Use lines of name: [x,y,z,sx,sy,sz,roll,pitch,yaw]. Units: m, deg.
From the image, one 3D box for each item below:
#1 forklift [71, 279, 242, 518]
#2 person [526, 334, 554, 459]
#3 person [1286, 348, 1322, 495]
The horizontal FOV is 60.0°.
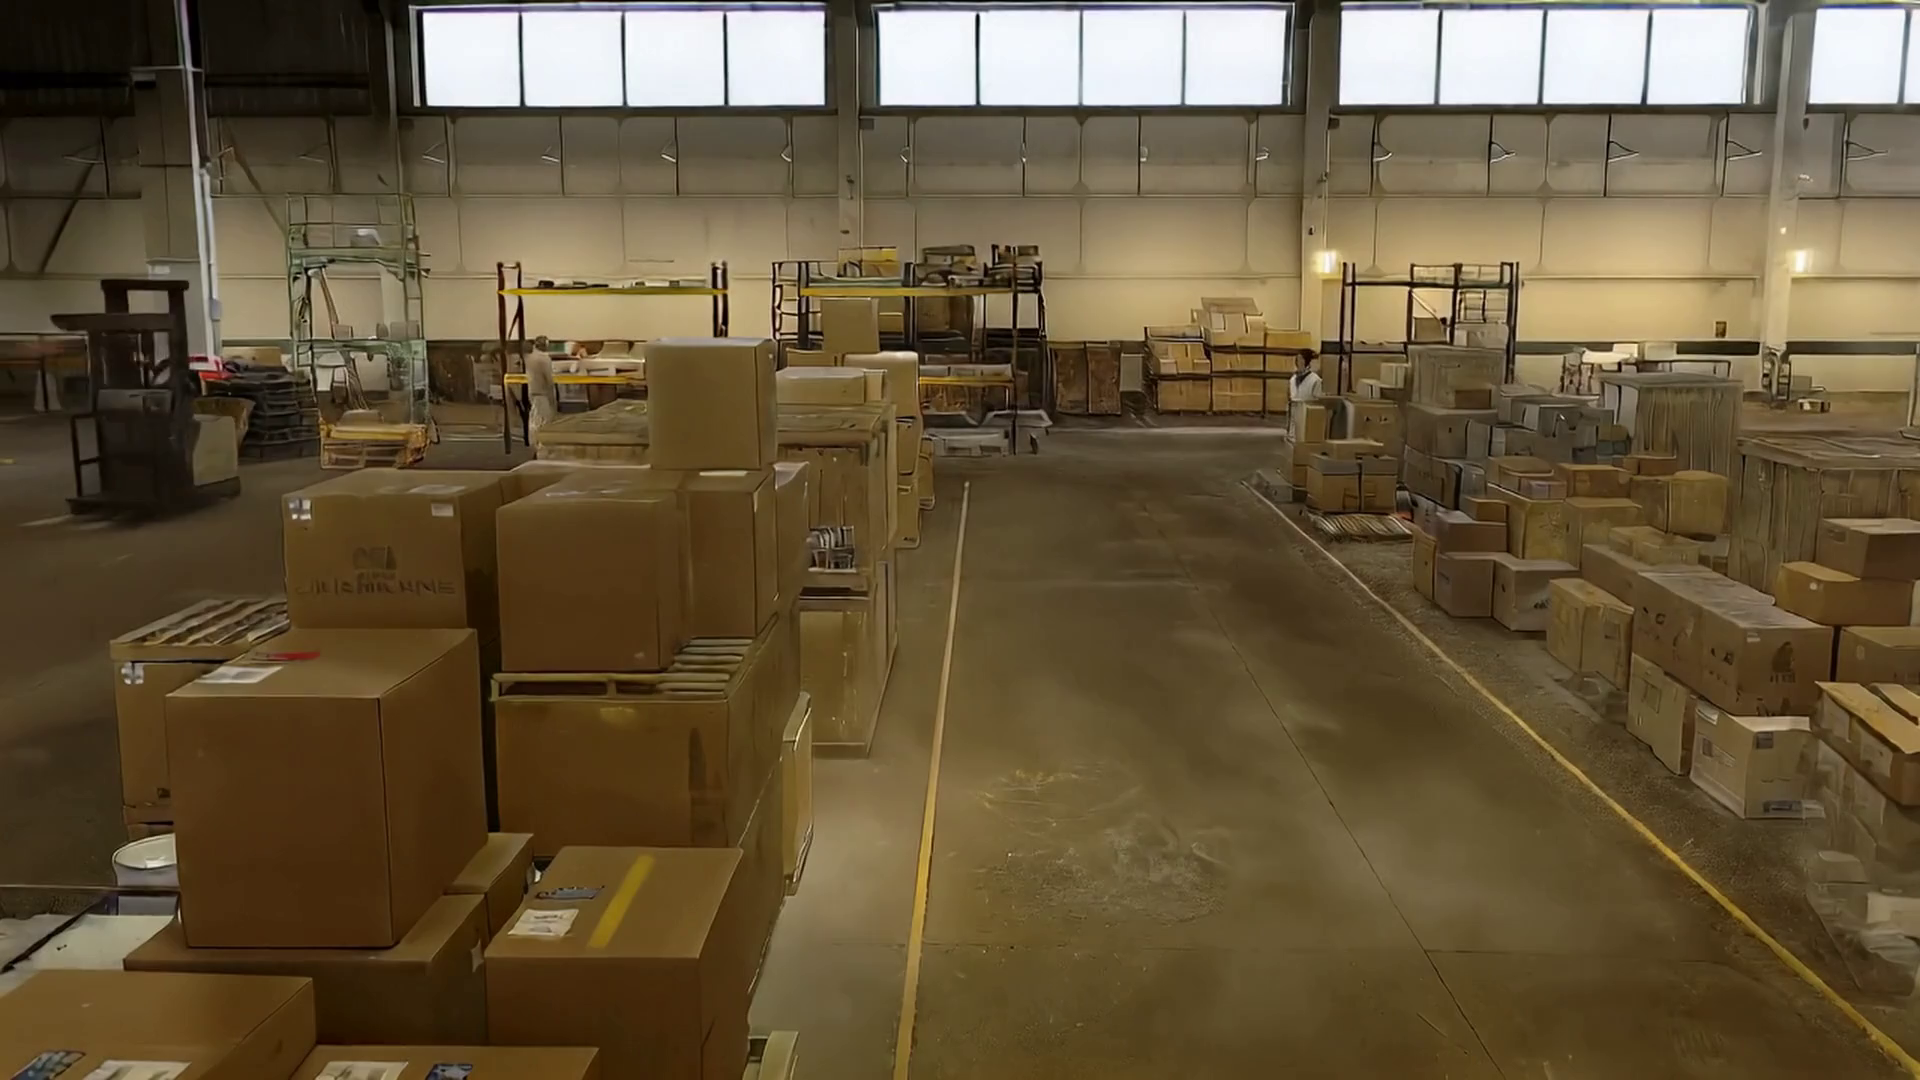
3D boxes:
forklift: [-9.826,-1.777,20.280,1.129,2.768,1.873,1,10,8]
person: [-6.427,-2.195,25.595,0.371,1.941,0.627,-8,12,-40]
person: [4.501,-1.543,21.756,0.399,1.920,0.590,-4,10,-25]
